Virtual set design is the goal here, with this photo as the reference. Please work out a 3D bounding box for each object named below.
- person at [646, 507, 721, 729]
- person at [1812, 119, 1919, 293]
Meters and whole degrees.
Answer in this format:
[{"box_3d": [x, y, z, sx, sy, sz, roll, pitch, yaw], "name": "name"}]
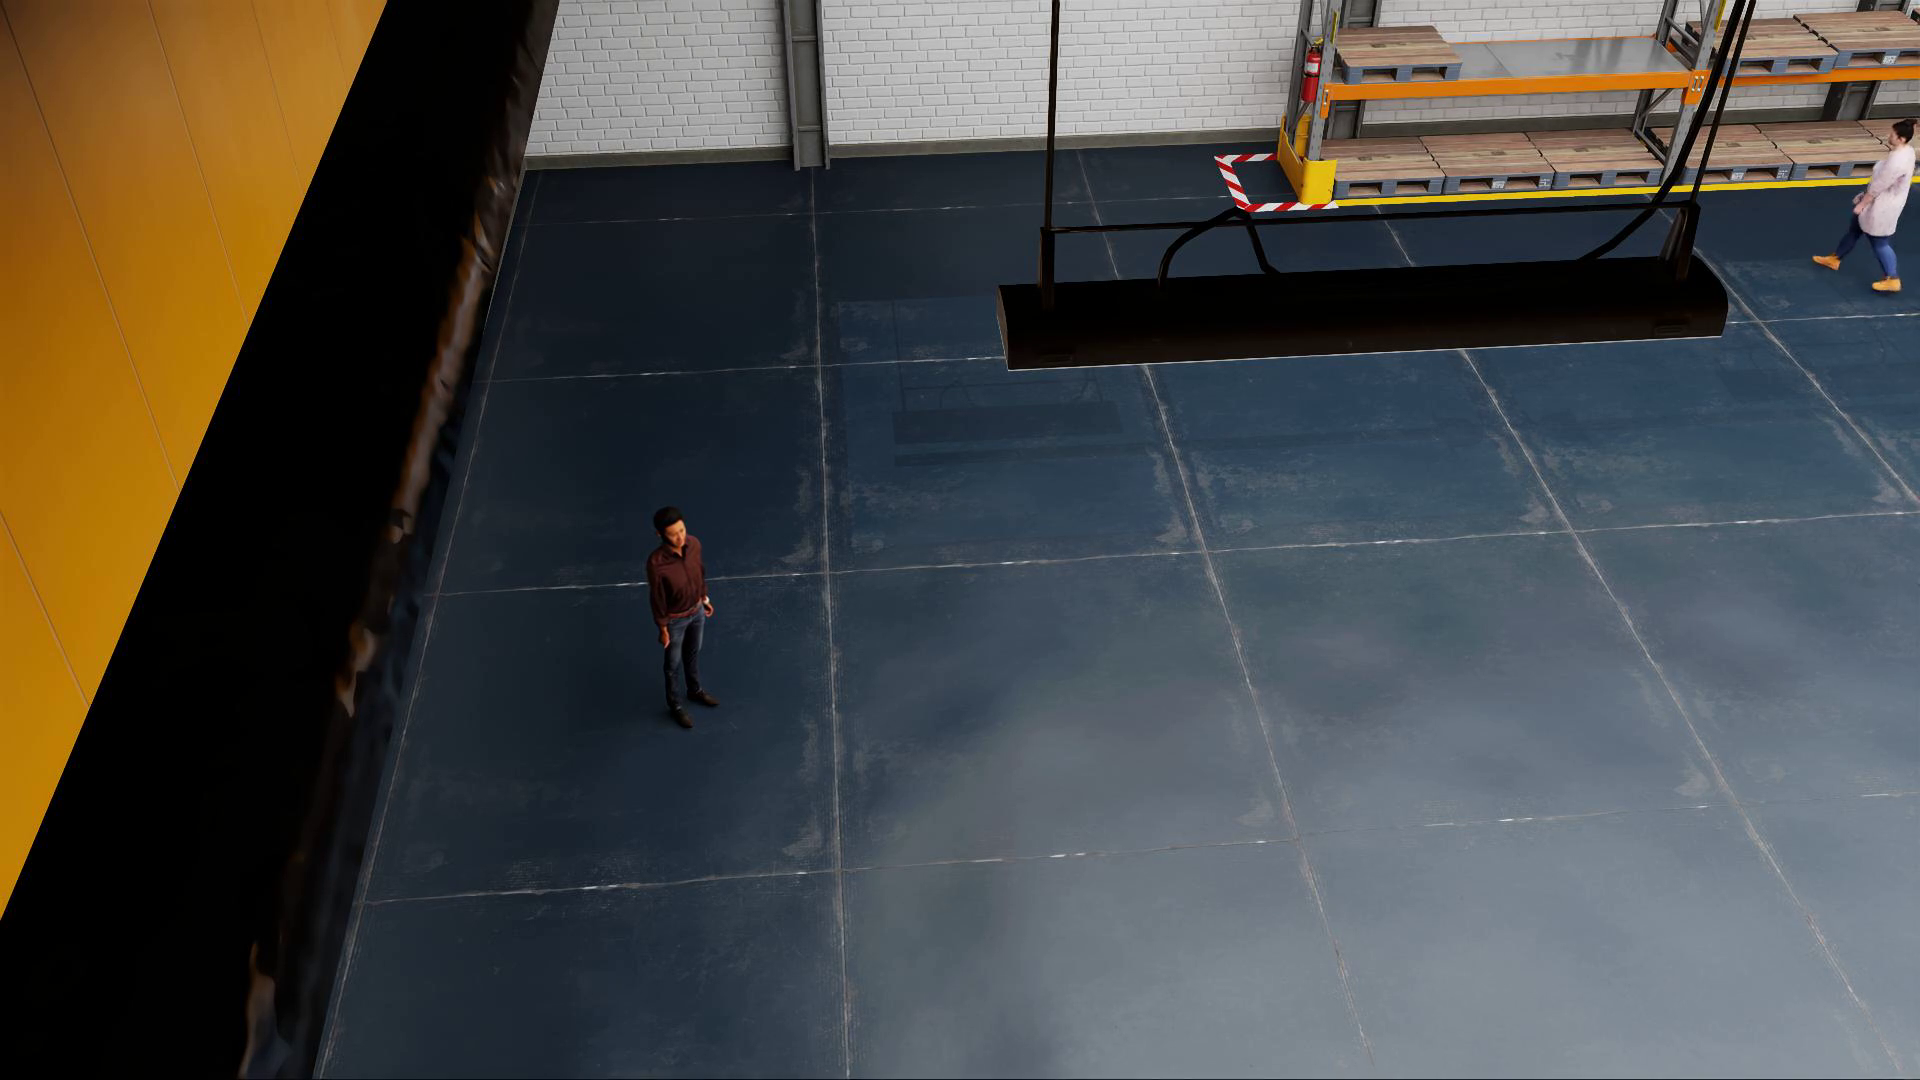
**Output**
[{"box_3d": [-1.903, 0.493, 11.277, 0.749, 1.781, 0.700, 26, 45, 29], "name": "person"}, {"box_3d": [8.923, -3.170, 15.929, 1.193, 1.700, 1.090, 26, 45, 28], "name": "person"}]
